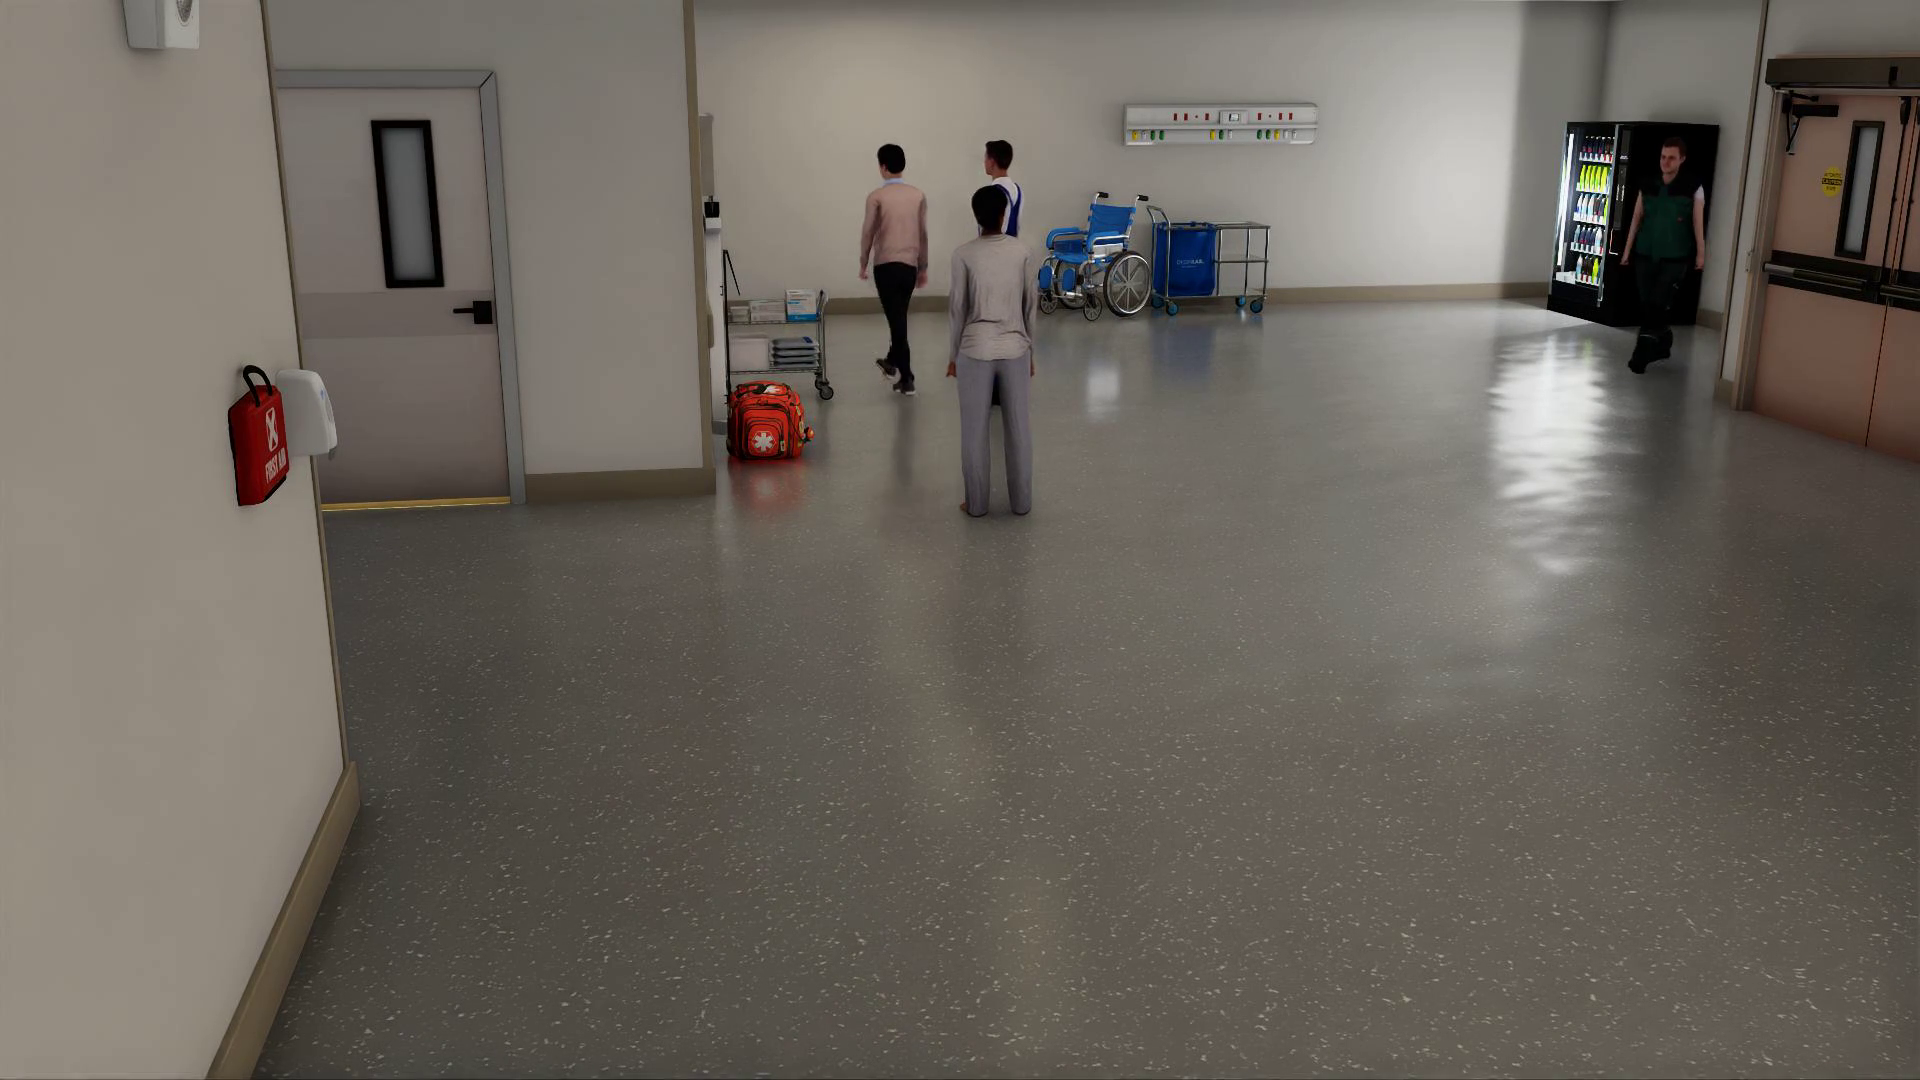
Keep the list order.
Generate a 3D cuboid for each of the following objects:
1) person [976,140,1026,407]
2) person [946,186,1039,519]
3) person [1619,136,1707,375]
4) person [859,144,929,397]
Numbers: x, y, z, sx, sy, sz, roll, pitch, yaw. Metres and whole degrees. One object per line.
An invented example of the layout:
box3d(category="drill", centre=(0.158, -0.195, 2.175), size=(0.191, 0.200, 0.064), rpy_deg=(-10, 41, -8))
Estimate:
box3d(category="person", centre=(0.292, -1.901, 11.809), size=(0.778, 1.851, 0.710), rpy_deg=(10, 18, 31))
box3d(category="person", centre=(0.182, -0.993, 8.794), size=(0.634, 1.739, 0.537), rpy_deg=(-2, 16, -7))
box3d(category="person", centre=(5.495, -2.191, 12.946), size=(1.203, 1.788, 1.234), rpy_deg=(-14, 21, -41))
box3d(category="person", centre=(-0.438, -1.925, 12.038), size=(0.826, 1.772, 1.122), rpy_deg=(-8, 17, -25))
